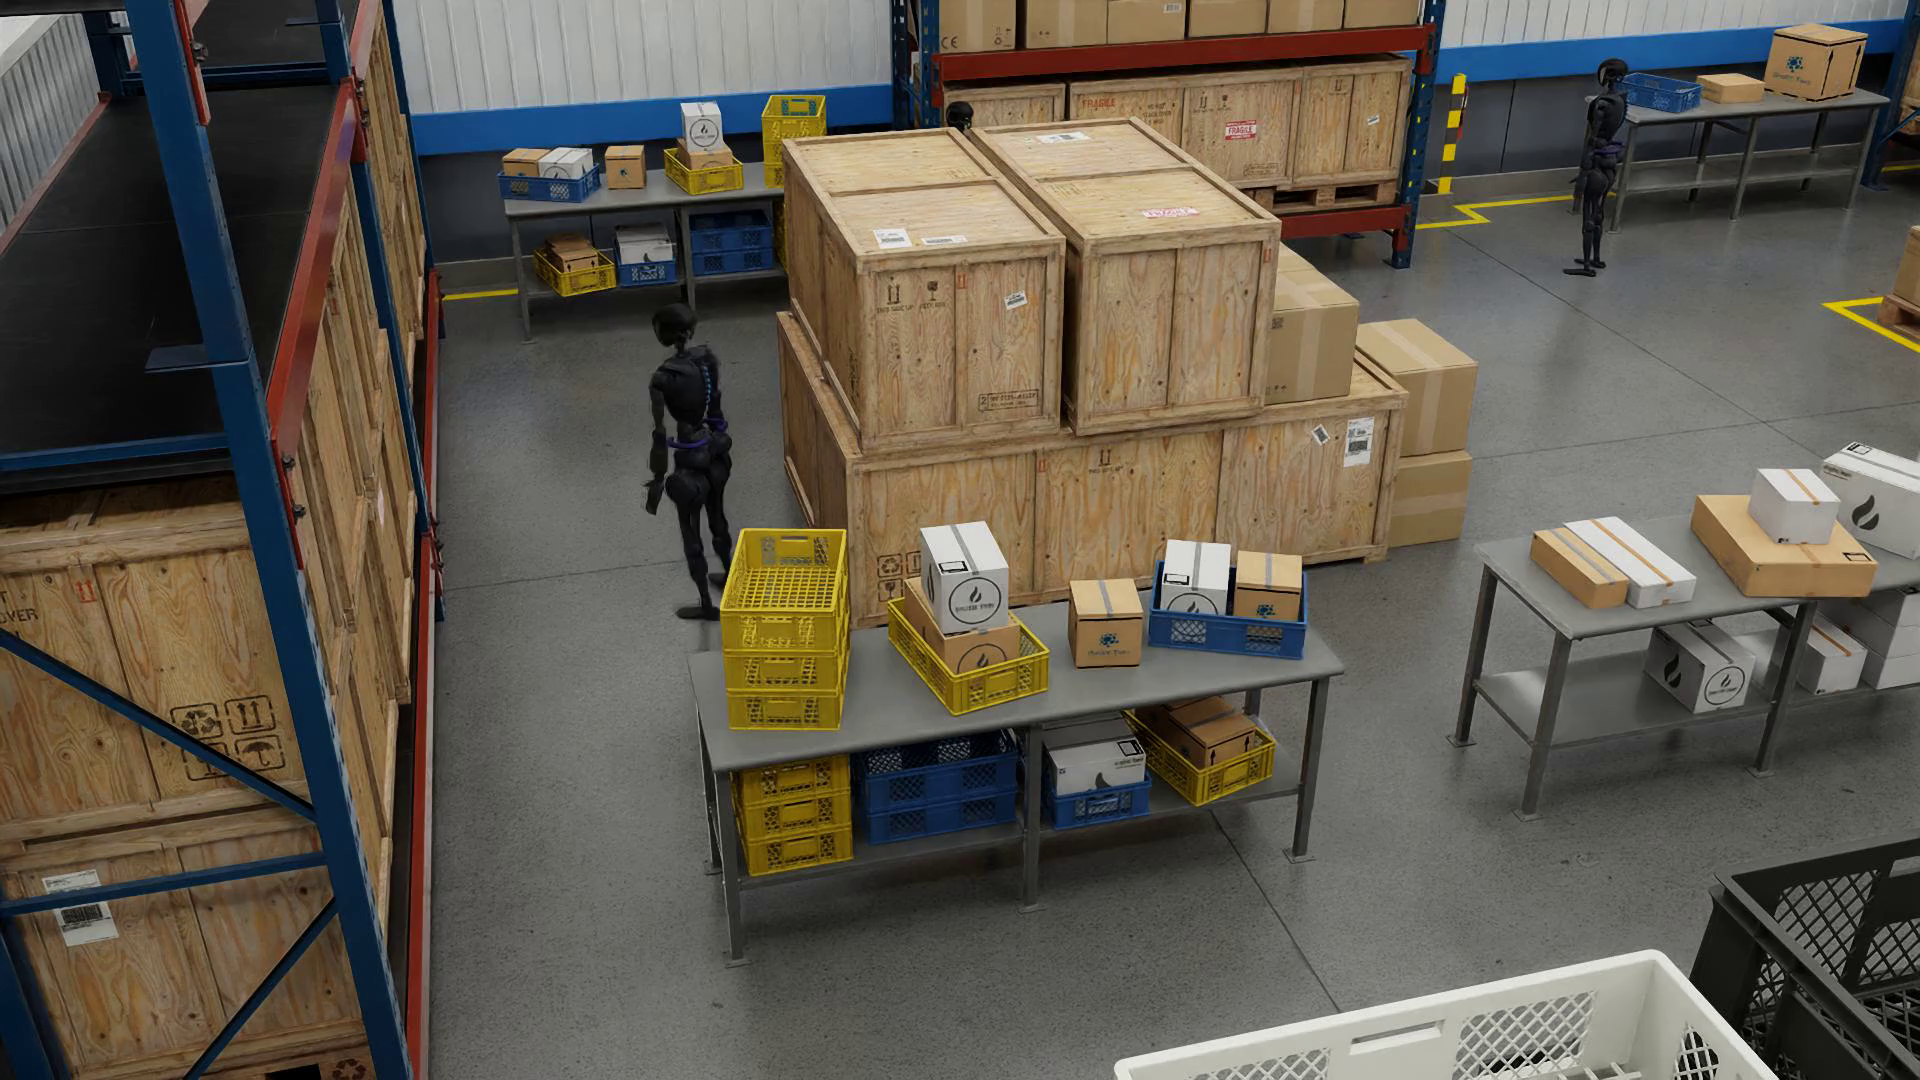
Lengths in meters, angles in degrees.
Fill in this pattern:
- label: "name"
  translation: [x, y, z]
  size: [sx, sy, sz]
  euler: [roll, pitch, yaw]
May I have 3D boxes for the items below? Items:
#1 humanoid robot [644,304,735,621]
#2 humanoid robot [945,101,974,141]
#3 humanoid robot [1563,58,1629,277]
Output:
- label: "humanoid robot"
  translation: [-1.333, -0.406, 8.386]
  size: [0.377, 1.644, 0.627]
  euler: [13, 31, 21]
- label: "humanoid robot"
  translation: [0.003, -2.270, 11.763]
  size: [0.315, 1.657, 0.609]
  euler: [18, 34, 30]
- label: "humanoid robot"
  translation: [4.960, -2.894, 12.902]
  size: [0.326, 1.650, 0.567]
  euler: [19, 34, 30]
